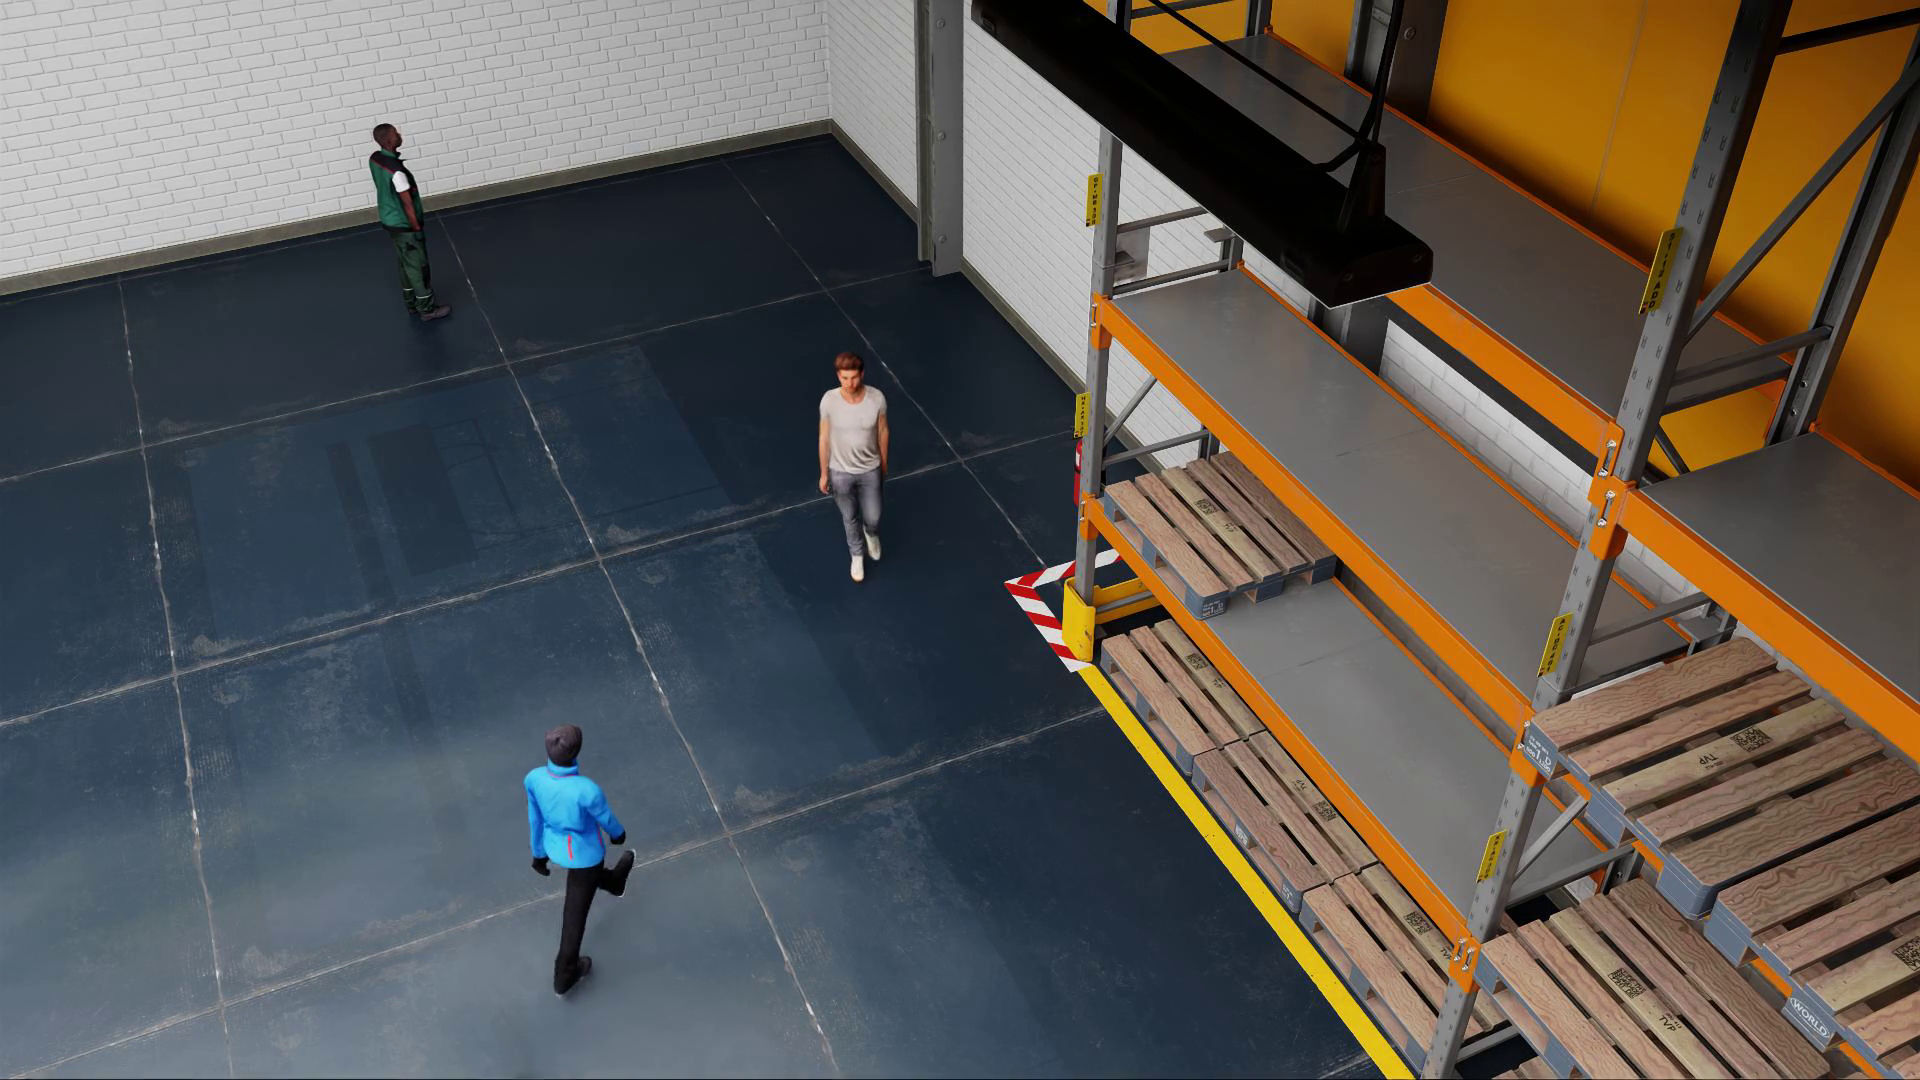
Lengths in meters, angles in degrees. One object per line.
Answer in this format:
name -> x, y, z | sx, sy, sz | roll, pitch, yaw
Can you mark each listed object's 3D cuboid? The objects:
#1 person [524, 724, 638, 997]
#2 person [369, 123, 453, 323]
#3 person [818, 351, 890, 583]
person -> -2.140, 1.786, 9.033 | 1.178, 1.742, 1.166 | 15, 41, 18
person -> -4.926, -2.813, 14.714 | 0.813, 1.839, 0.655 | -29, 47, -31
person -> -0.755, -0.569, 11.867 | 0.787, 1.885, 0.827 | -3, 39, -4
